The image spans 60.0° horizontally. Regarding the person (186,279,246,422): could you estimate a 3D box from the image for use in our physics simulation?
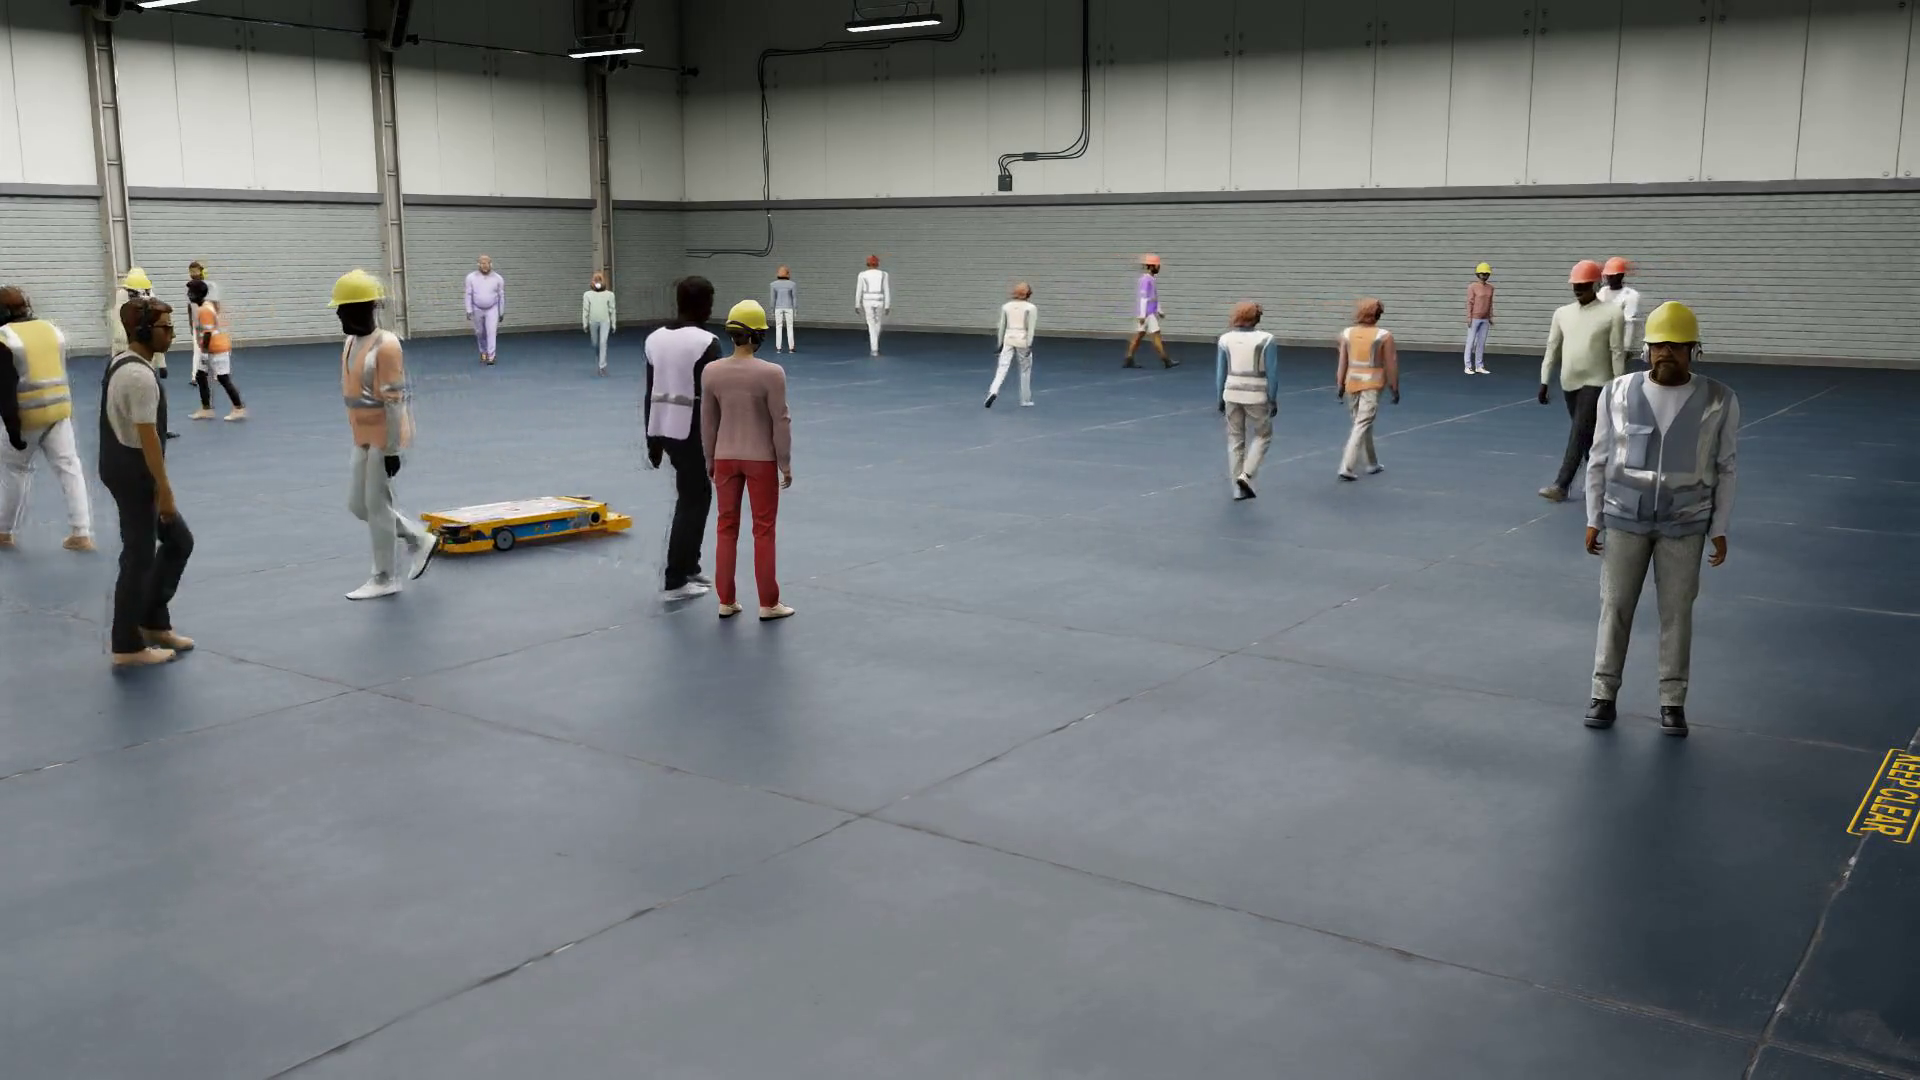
[{"bbox_3d":[-8.686,-2.185,19.252,0.728,1.654,0.550,-7,12,-34],"label":"person"}]

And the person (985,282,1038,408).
[{"bbox_3d":[0.668,-2.440,20.912,0.536,1.595,0.848,5,11,26],"label":"person"}]

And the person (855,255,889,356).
[{"bbox_3d":[-1.655,-4.375,31.030,0.599,1.840,0.935,-3,11,-17],"label":"person"}]

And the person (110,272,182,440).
[{"bbox_3d":[-8.503,-1.860,17.137,0.608,1.791,0.925,6,12,29],"label":"person"}]

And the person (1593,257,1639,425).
[{"bbox_3d":[7.257,-2.198,18.644,0.713,1.911,0.587,-8,13,-38],"label":"person"}]

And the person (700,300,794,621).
[{"bbox_3d":[-1.168,-0.434,9.192,0.535,1.767,0.315,4,11,19],"label":"person"}]

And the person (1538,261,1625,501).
[{"bbox_3d":[5.089,-1.305,13.604,1.085,1.937,0.632,-8,13,-39],"label":"person"}]

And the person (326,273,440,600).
[{"bbox_3d":[-3.399,-0.612,9.789,0.547,1.907,0.606,-9,14,-43],"label":"person"}]

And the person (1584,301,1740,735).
[{"bbox_3d":[2.958,-0.088,7.061,0.588,1.835,0.403,4,11,23],"label":"person"}]

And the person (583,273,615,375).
[{"bbox_3d":[-5.769,-3.464,26.623,0.504,1.605,0.764,0,10,-3],"label":"person"}]

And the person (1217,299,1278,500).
[{"bbox_3d":[2.312,-1.120,13.395,0.534,1.626,0.365,7,12,33],"label":"person"}]

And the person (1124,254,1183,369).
[{"bbox_3d":[3.186,-3.762,27.488,1.009,1.881,0.564,2,10,9],"label":"person"}]

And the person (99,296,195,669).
[{"bbox_3d":[-3.979,-0.280,8.165,0.549,1.820,0.549,-6,12,-32],"label":"person"}]

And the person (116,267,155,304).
[{"bbox_3d":[-11.844,-3.046,23.883,0.553,1.738,0.600,-2,10,-11],"label":"person"}]

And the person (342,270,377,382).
[{"bbox_3d":[-8.617,-3.037,23.952,0.896,1.689,0.502,9,13,40],"label":"person"}]

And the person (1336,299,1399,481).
[{"bbox_3d":[3.597,-1.331,14.703,0.536,1.592,0.875,10,14,43],"label":"person"}]

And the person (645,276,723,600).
[{"bbox_3d":[-1.533,-0.597,9.763,0.640,1.886,0.587,-10,14,-43],"label":"person"}]

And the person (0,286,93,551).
[{"bbox_3d":[-6.337,-0.812,11.244,0.955,1.778,0.638,4,11,22],"label":"person"}]

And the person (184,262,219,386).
[{"bbox_3d":[-11.161,-3.191,24.532,0.492,1.807,1.018,-1,10,-6],"label":"person"}]

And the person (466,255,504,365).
[{"bbox_3d":[-8.206,-3.986,28.790,0.636,1.878,0.905,-2,10,-8],"label":"person"}]

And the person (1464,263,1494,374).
[{"bbox_3d":[8.281,-3.520,26.472,0.524,1.769,0.314,-5,11,-25],"label":"person"}]

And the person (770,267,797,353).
[{"bbox_3d":[-3.348,-4.374,31.627,0.507,1.631,0.266,0,10,-1],"label":"person"}]

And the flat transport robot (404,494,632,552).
[{"bbox_3d":[-3.085,-0.129,11.663,0.652,0.197,1.431,9,14,43],"label":"flat transport robot"}]
